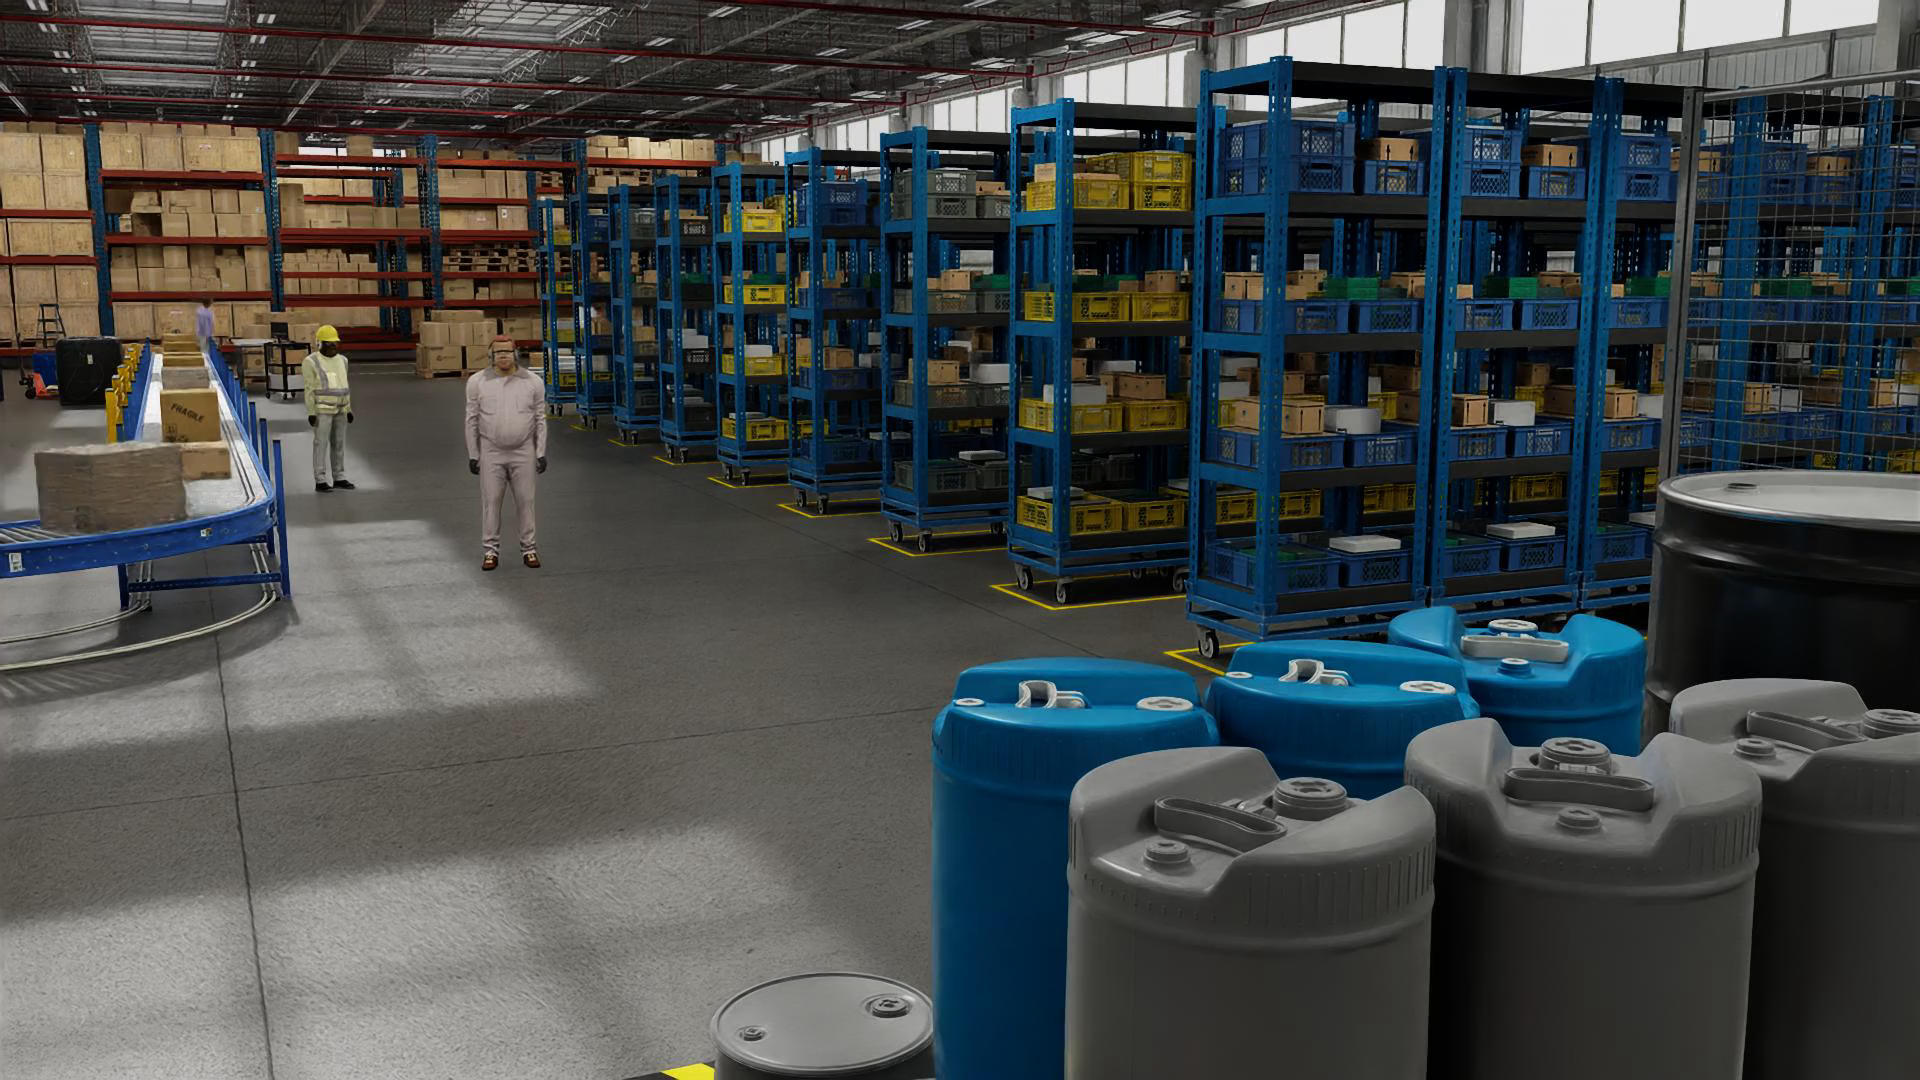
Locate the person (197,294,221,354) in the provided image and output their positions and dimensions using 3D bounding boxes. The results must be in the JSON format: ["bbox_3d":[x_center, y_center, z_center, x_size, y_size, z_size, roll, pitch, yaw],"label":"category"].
[{"bbox_3d":[-16.890,-4.566,37.418,0.582,1.914,0.675,-1,9,-7],"label":"person"}]

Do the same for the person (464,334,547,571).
[{"bbox_3d":[-3.672,-0.708,13.491,0.648,1.907,0.409,-3,10,-18],"label":"person"}]

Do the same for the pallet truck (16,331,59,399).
[{"bbox_3d":[-17.082,-3.353,31.781,1.630,1.274,0.653,-4,10,-25],"label":"pallet truck"}]

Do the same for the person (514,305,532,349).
[{"bbox_3d":[-13.350,-6.674,50.718,0.629,1.840,0.429,4,10,25],"label":"person"}]

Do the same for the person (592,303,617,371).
[{"bbox_3d":[-7.143,-3.962,33.486,0.783,1.973,0.621,-5,11,-31],"label":"person"}]

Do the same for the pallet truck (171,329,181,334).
[{"bbox_3d":[-17.275,-3.851,35.096,1.601,1.201,0.680,0,9,1],"label":"pallet truck"}]

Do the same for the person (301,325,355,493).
[{"bbox_3d":[-6.918,-1.443,18.283,0.403,1.830,0.598,5,10,28],"label":"person"}]
